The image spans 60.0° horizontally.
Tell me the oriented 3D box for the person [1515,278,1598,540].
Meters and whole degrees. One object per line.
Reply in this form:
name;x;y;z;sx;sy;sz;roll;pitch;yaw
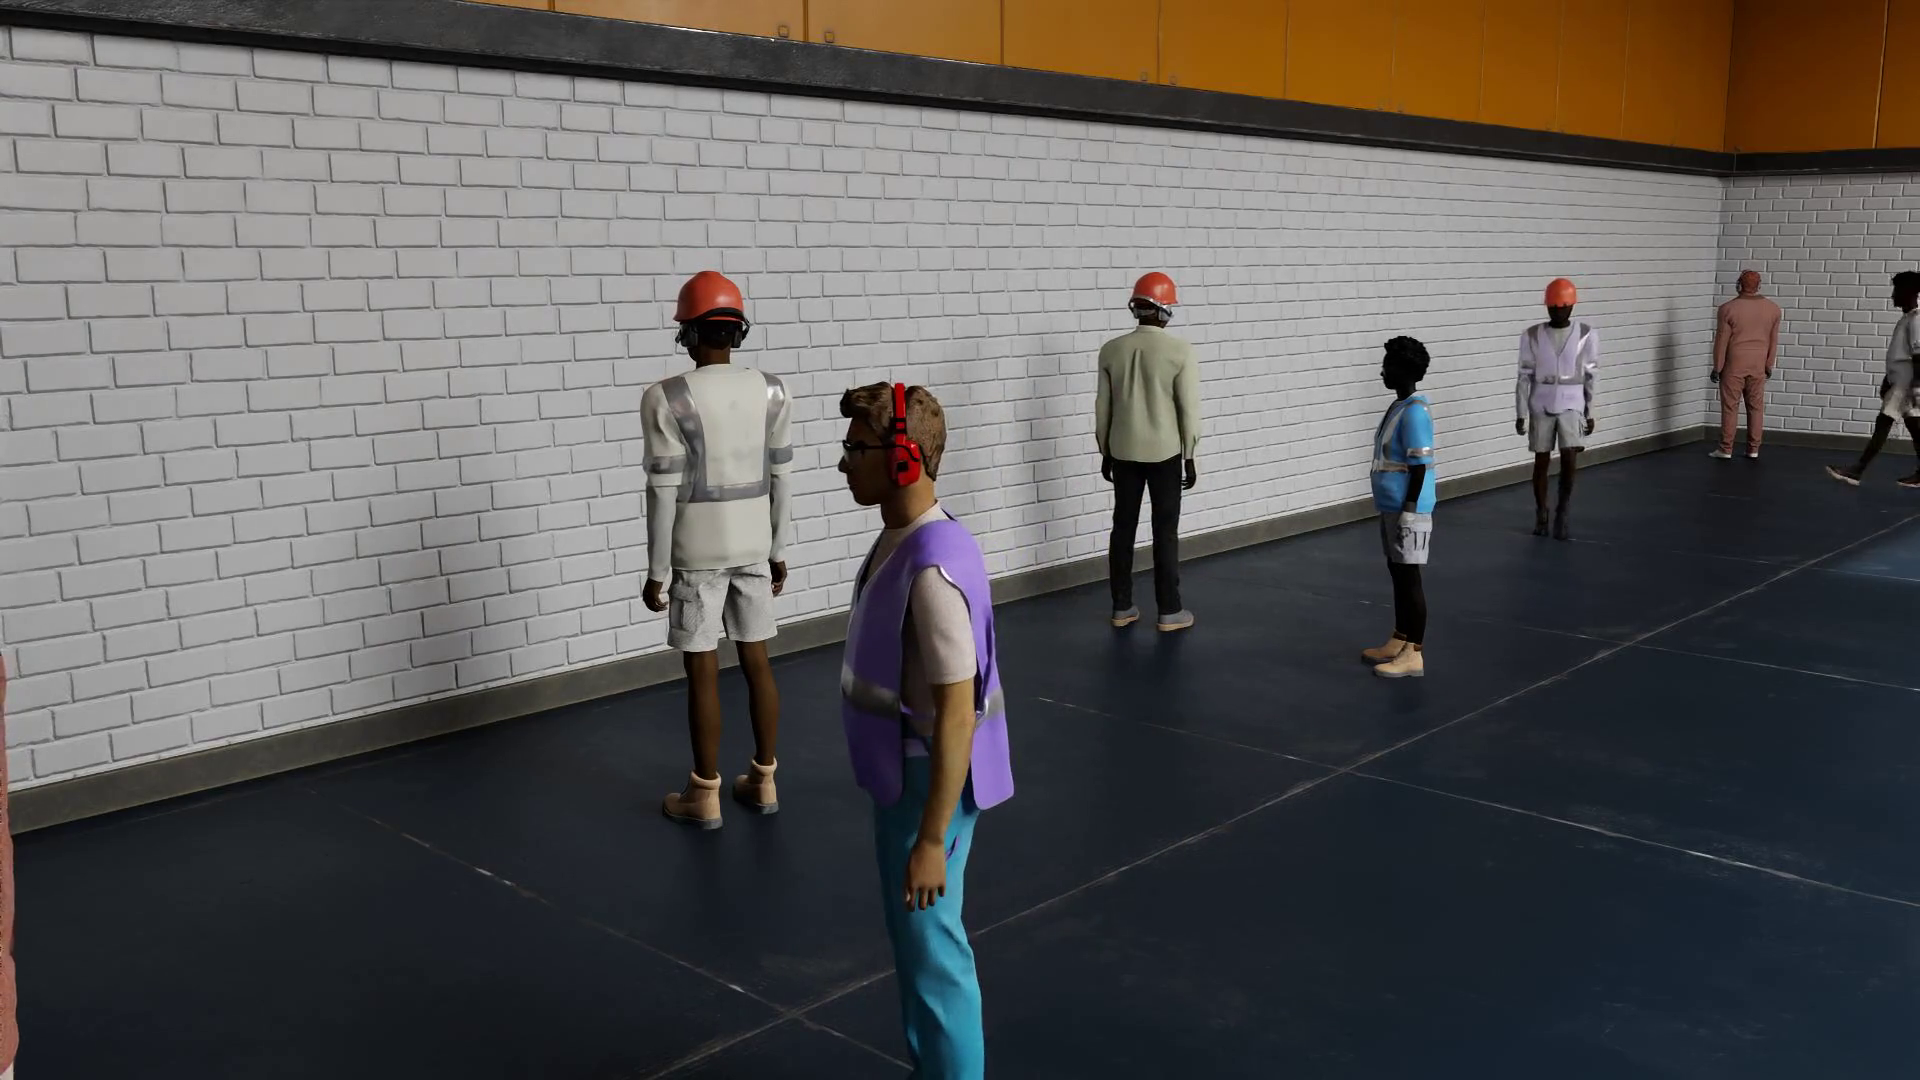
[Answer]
person;4.344;-0.949;12.153;0.558;1.908;0.652;4;11;21

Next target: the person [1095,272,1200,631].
person;1.057;-0.492;9.312;0.612;1.994;0.395;6;12;30

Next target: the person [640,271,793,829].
person;-0.902;0.042;6.138;0.607;2.044;0.378;-8;13;-38

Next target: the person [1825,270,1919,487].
person;8.288;-1.425;14.826;0.937;1.919;0.612;5;11;26

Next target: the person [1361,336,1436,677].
person;2.202;-0.166;8.306;0.316;1.695;0.541;1;10;5

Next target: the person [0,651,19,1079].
person;-1.538;0.740;2.293;0.391;1.995;0.613;1;10;7

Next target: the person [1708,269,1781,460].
person;7.885;-1.760;16.772;0.642;1.913;0.408;-1;10;-3

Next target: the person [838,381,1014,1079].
person;-0.079;0.571;3.692;0.373;1.840;0.572;-2;10;-10
